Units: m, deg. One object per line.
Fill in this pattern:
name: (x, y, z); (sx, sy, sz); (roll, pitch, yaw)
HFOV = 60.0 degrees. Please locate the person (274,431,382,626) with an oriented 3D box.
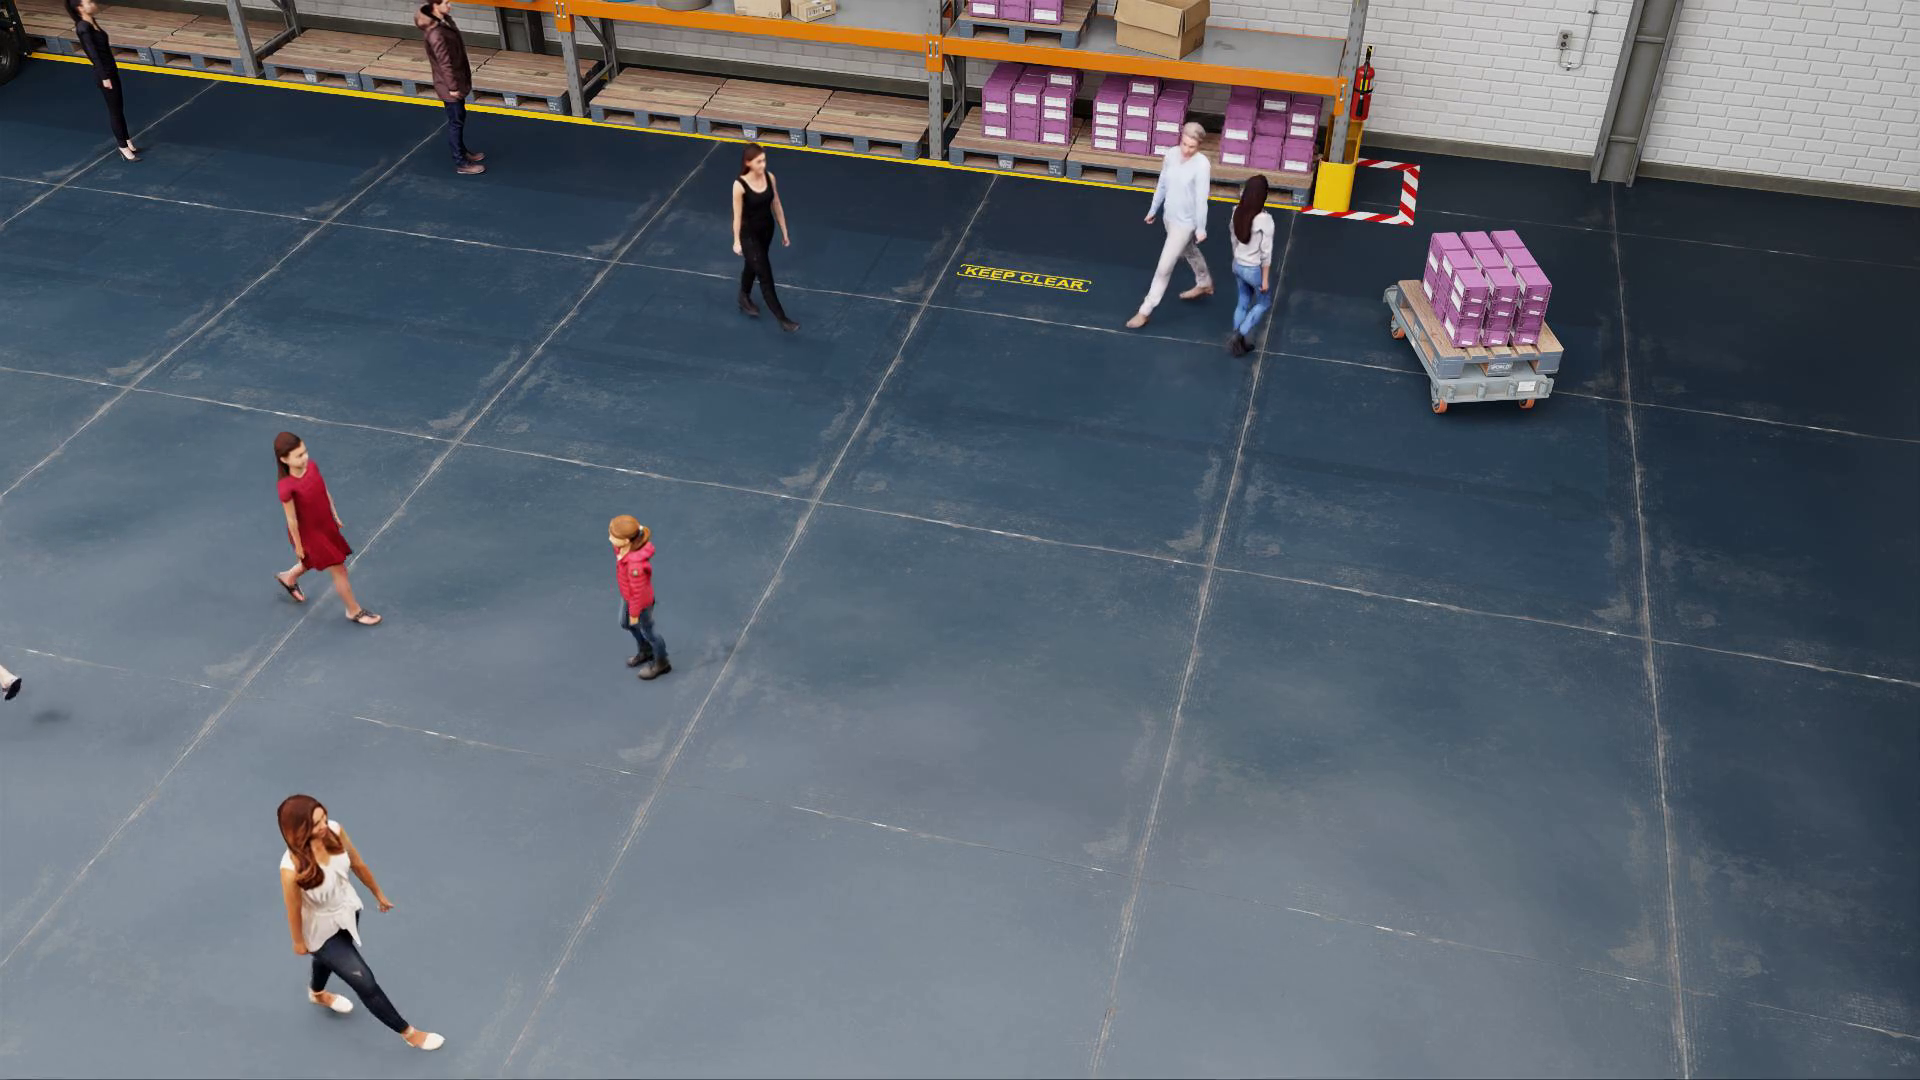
person: (-4.369, -0.087, 11.089); (1.001, 1.521, 0.576); (7, 39, 9)

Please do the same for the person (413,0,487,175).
person: (-5.032, -4.541, 16.406); (0.861, 1.846, 0.867); (-7, 39, -9)

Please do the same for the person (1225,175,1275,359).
person: (2.318, -2.190, 13.648); (0.828, 1.614, 0.760); (-21, 43, -24)

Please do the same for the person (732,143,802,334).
person: (-1.783, -2.593, 14.124); (1.185, 1.650, 0.944); (31, 48, 32)

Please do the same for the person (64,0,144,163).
person: (-8.534, -4.630, 16.627); (0.659, 1.710, 0.648); (-10, 40, -12)

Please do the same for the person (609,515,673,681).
person: (-2.000, 0.362, 10.697); (0.654, 1.308, 0.601); (-17, 42, -20)

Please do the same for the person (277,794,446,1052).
person: (-3.257, 1.912, 8.414); (1.114, 1.735, 0.607); (11, 40, 13)

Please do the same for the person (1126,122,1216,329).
person: (1.943, -2.701, 14.110); (1.308, 1.835, 1.249); (-17, 42, -21)
